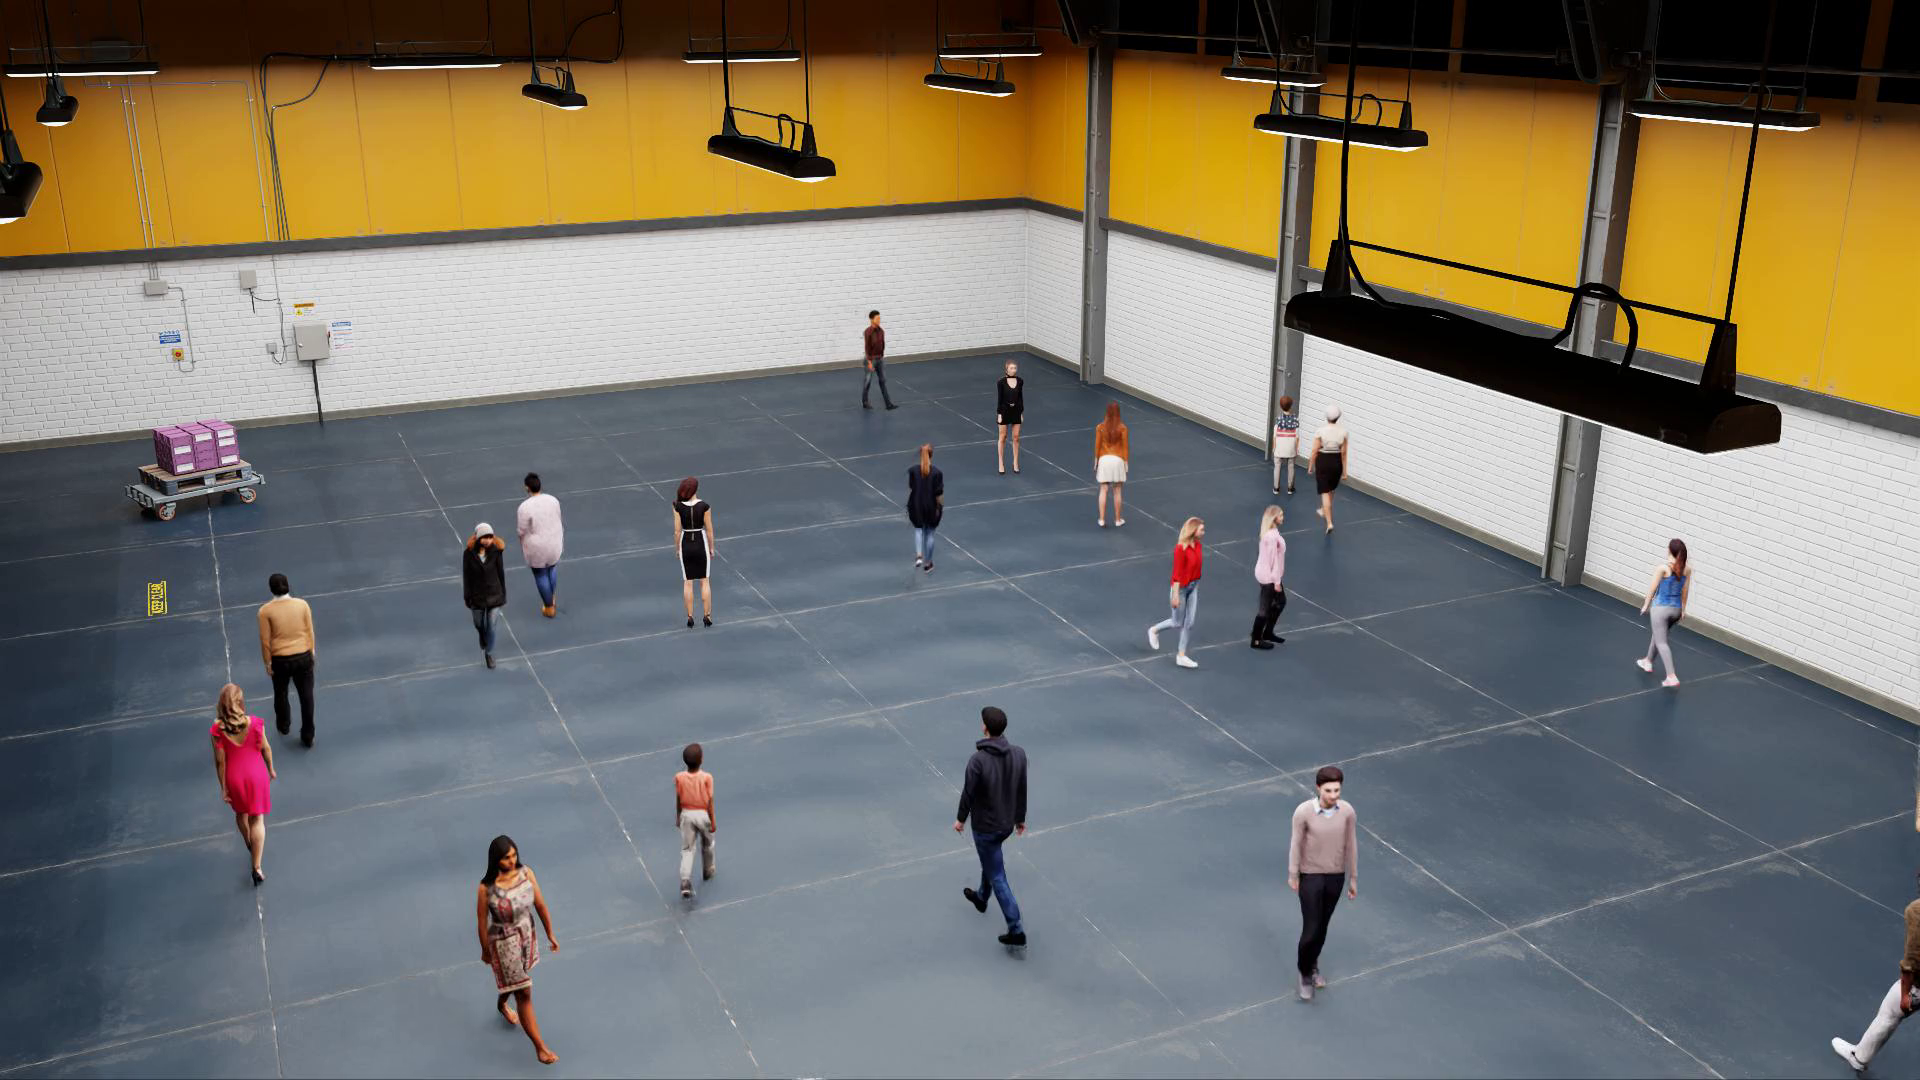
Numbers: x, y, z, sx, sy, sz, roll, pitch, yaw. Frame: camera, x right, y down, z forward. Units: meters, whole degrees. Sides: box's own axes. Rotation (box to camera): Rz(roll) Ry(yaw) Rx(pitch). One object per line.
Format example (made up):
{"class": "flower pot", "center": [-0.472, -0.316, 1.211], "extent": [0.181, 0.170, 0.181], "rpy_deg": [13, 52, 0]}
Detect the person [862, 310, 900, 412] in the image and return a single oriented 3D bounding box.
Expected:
{"class": "person", "center": [-1.564, -3.087, 28.752], "extent": [0.890, 1.742, 1.129], "rpy_deg": [-17, 25, -40]}

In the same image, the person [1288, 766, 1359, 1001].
{"class": "person", "center": [2.641, 2.444, 12.249], "extent": [0.716, 1.794, 0.772], "rpy_deg": [-3, 19, -9]}

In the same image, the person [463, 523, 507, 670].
{"class": "person", "center": [-5.157, 0.574, 18.080], "extent": [0.693, 1.615, 0.861], "rpy_deg": [-5, 19, -14]}

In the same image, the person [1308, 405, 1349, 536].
{"class": "person", "center": [4.967, -0.894, 22.303], "extent": [0.944, 1.703, 1.218], "rpy_deg": [-1, 19, -2]}

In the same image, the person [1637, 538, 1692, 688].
{"class": "person", "center": [7.460, 0.793, 17.499], "extent": [0.737, 1.572, 1.094], "rpy_deg": [-4, 19, -11]}

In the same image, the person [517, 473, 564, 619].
{"class": "person", "center": [-4.844, 0.069, 19.407], "extent": [0.789, 1.725, 0.839], "rpy_deg": [-13, 23, -35]}

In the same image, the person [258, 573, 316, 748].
{"class": "person", "center": [-6.449, 1.185, 16.083], "extent": [0.685, 1.732, 0.926], "rpy_deg": [-10, 21, -26]}

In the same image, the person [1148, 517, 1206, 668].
{"class": "person", "center": [2.379, 0.544, 18.057], "extent": [0.984, 1.686, 0.819], "rpy_deg": [17, 25, 42]}

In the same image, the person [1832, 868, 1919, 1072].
{"class": "person", "center": [6.366, 2.932, 10.811], "extent": [0.823, 1.786, 1.111], "rpy_deg": [-5, 19, -16]}

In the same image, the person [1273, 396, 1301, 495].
{"class": "person", "center": [4.735, -1.387, 24.180], "extent": [0.586, 1.439, 0.623], "rpy_deg": [4, 19, 10]}

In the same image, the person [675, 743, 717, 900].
{"class": "person", "center": [-2.160, 2.283, 13.504], "extent": [0.773, 1.297, 0.939], "rpy_deg": [2, 19, 6]}

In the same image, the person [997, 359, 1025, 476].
{"class": "person", "center": [0.765, -1.870, 25.098], "extent": [0.611, 1.768, 0.564], "rpy_deg": [-5, 19, -15]}

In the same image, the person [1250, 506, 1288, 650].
{"class": "person", "center": [3.344, 0.415, 18.462], "extent": [0.791, 1.673, 0.710], "rpy_deg": [3, 19, 9]}

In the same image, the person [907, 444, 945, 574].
{"class": "person", "center": [-0.457, -0.370, 20.787], "extent": [0.818, 1.676, 0.875], "rpy_deg": [4, 19, 11]}

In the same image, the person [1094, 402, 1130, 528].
{"class": "person", "center": [2.064, -1.033, 22.693], "extent": [0.711, 1.717, 0.741], "rpy_deg": [4, 19, 11]}

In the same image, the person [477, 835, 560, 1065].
{"class": "person", "center": [-3.144, 2.775, 11.577], "extent": [1.214, 1.594, 0.879], "rpy_deg": [18, 25, 42]}

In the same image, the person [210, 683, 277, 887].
{"class": "person", "center": [-5.853, 2.026, 13.633], "extent": [0.667, 1.701, 0.966], "rpy_deg": [-5, 19, -14]}

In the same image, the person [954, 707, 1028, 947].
{"class": "person", "center": [0.302, 2.236, 12.784], "extent": [0.858, 1.847, 1.262], "rpy_deg": [-13, 23, -34]}

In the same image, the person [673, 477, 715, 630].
{"class": "person", "center": [-3.047, 0.143, 19.077], "extent": [0.650, 1.795, 0.612], "rpy_deg": [-1, 19, -4]}
